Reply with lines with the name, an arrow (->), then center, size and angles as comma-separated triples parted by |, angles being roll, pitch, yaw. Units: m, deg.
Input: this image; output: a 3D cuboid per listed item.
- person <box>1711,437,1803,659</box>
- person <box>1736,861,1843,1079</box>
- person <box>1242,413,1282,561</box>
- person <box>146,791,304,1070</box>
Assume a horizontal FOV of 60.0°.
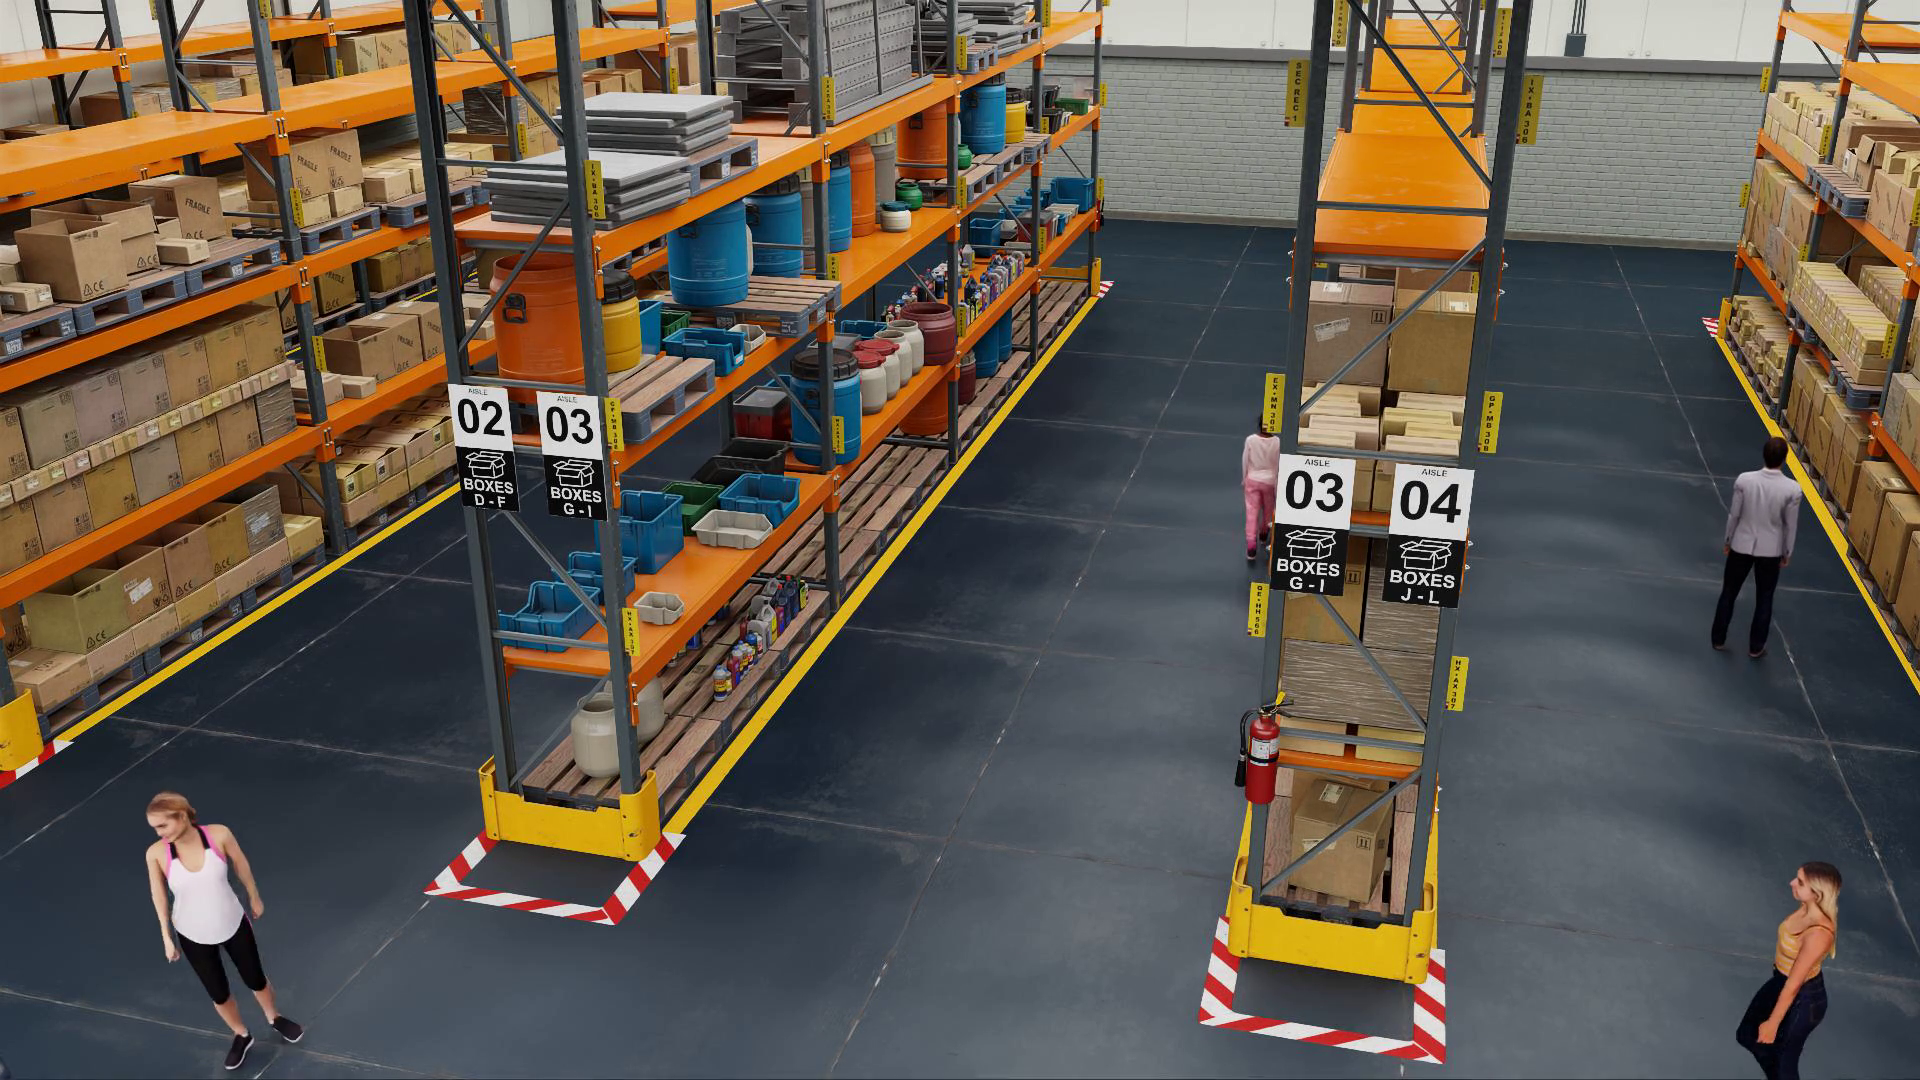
person -> 6.492, 0.055, 13.558 | 0.735, 1.848, 0.674 | 13, 26, 29
person -> 4.242, 2.330, 8.299 | 0.623, 1.618, 0.492 | 6, 23, 15
person -> 2.794, -0.496, 15.489 | 0.586, 1.406, 1.023 | 4, 23, 10
person -> -3.933, 2.038, 8.844 | 0.850, 1.747, 0.885 | -17, 27, -35
